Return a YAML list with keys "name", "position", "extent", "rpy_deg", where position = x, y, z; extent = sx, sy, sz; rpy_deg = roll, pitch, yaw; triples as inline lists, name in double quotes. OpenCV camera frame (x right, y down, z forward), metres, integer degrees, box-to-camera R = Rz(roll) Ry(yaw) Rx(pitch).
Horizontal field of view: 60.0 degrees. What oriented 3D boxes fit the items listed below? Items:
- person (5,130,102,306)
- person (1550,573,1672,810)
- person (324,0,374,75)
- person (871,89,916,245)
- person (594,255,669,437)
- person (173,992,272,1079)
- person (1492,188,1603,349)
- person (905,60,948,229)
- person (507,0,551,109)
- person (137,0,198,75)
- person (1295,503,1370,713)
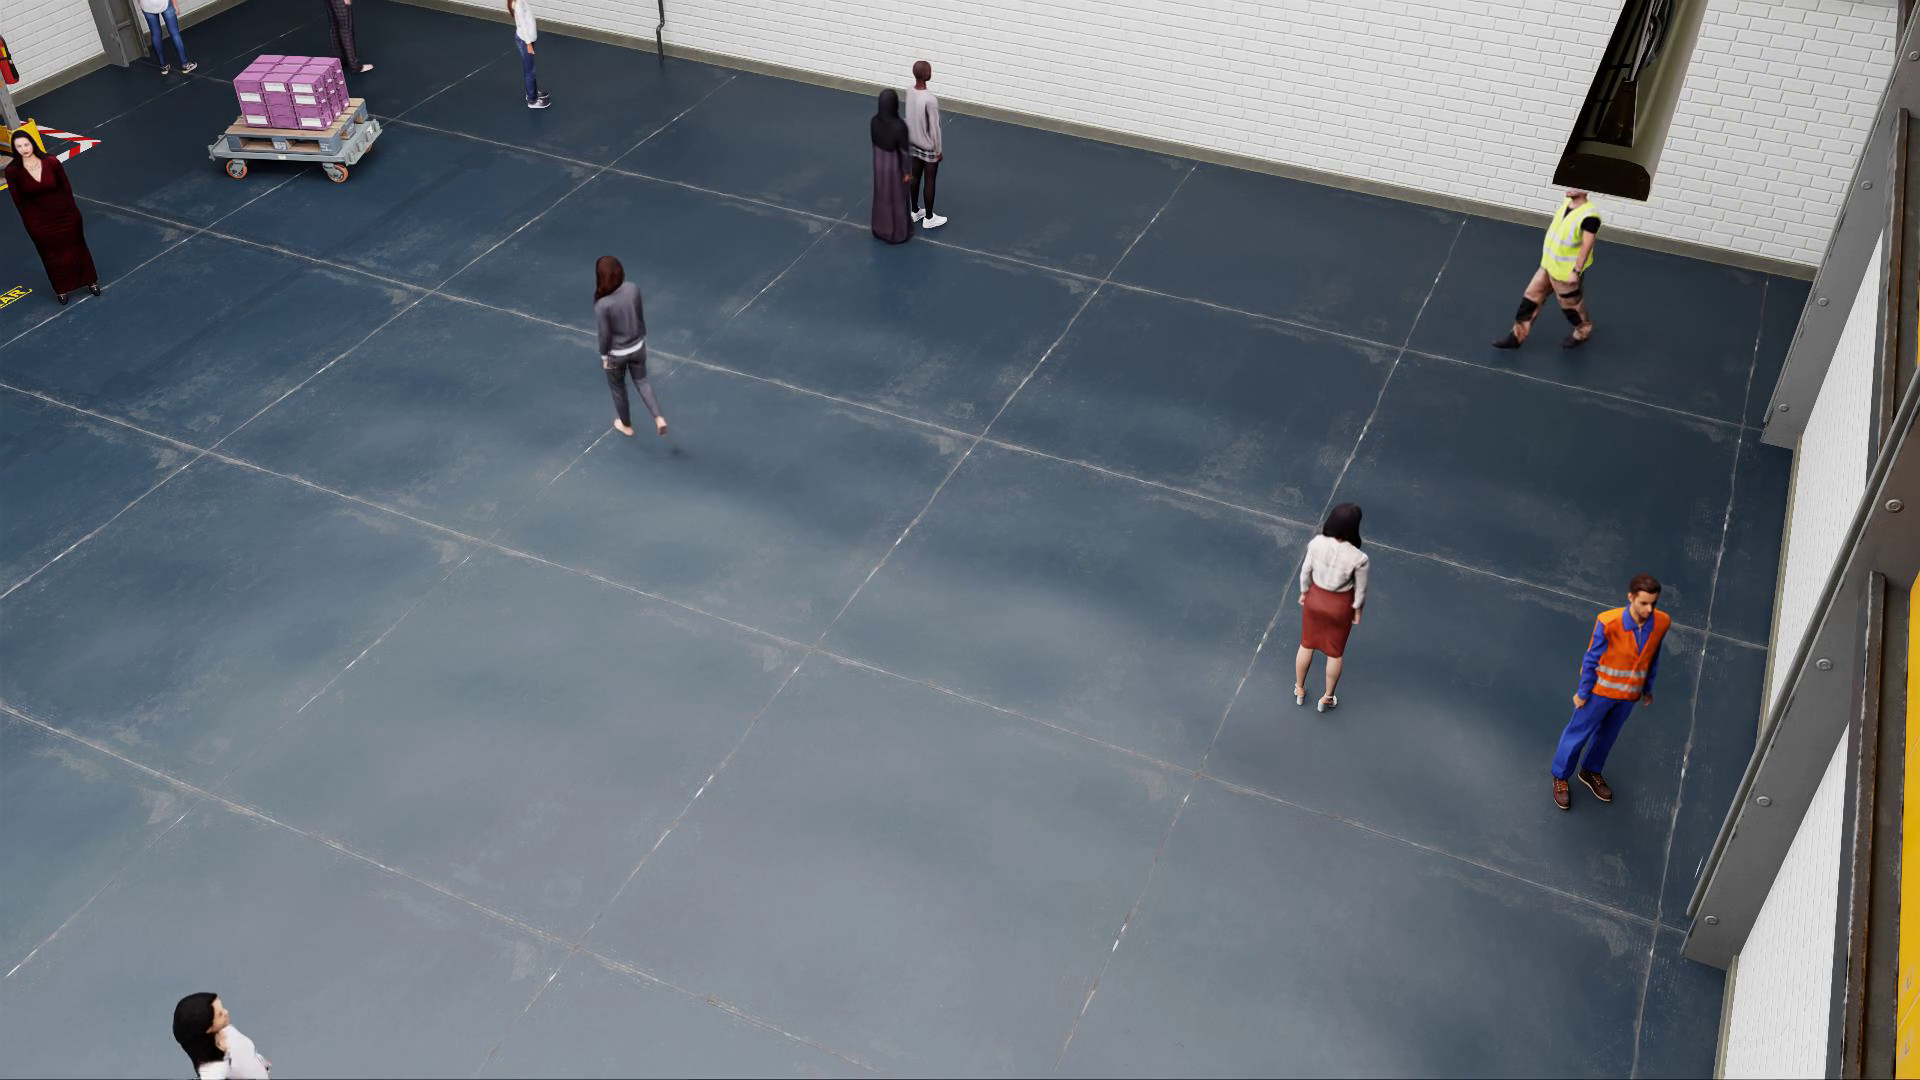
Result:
- name: "person"
  position: [-8.640, -3.080, 15.808]
  extent: [0.734, 1.756, 0.835]
  rpy_deg: [-23, 44, -26]
- name: "person"
  position: [4.184, 0.951, 10.675]
  extent: [0.785, 1.863, 0.807]
  rpy_deg: [-6, 39, -8]
- name: "person"
  position: [-7.575, -6.604, 20.130]
  extent: [0.708, 1.871, 0.619]
  rpy_deg: [25, 45, 28]
- name: "person"
  position: [-0.703, -3.791, 16.812]
  extent: [0.657, 1.616, 0.624]
  rpy_deg: [22, 44, 25]
- name: "person"
  position: [-2.760, -1.577, 13.924]
  extent: [0.917, 1.759, 0.874]
  rpy_deg: [-30, 47, -32]
- name: "person"
  position: [-3.731, 2.886, 8.404]
  extent: [1.059, 1.673, 0.960]
  rpy_deg: [-19, 42, -22]
- name: "person"
  position: [5.531, -2.497, 15.037]
  extent: [1.225, 1.808, 1.209]
  rpy_deg: [-9, 40, -12]
- name: "person"
  position: [-0.379, -4.061, 17.025]
  extent: [0.659, 1.772, 0.688]
  rpy_deg: [-31, 48, -33]
- name: "person"
  position: [-5.085, -5.856, 19.443]
  extent: [0.687, 1.559, 0.618]
  rpy_deg: [-9, 39, -11]
- name: "person"
  position: [-9.742, -6.514, 20.143]
  extent: [0.752, 1.712, 0.770]
  rpy_deg: [-3, 39, -3]
- name: "person"
  position: [2.526, 0.464, 11.376]
  extent: [0.618, 1.750, 0.526]
  rpy_deg: [19, 43, 23]
